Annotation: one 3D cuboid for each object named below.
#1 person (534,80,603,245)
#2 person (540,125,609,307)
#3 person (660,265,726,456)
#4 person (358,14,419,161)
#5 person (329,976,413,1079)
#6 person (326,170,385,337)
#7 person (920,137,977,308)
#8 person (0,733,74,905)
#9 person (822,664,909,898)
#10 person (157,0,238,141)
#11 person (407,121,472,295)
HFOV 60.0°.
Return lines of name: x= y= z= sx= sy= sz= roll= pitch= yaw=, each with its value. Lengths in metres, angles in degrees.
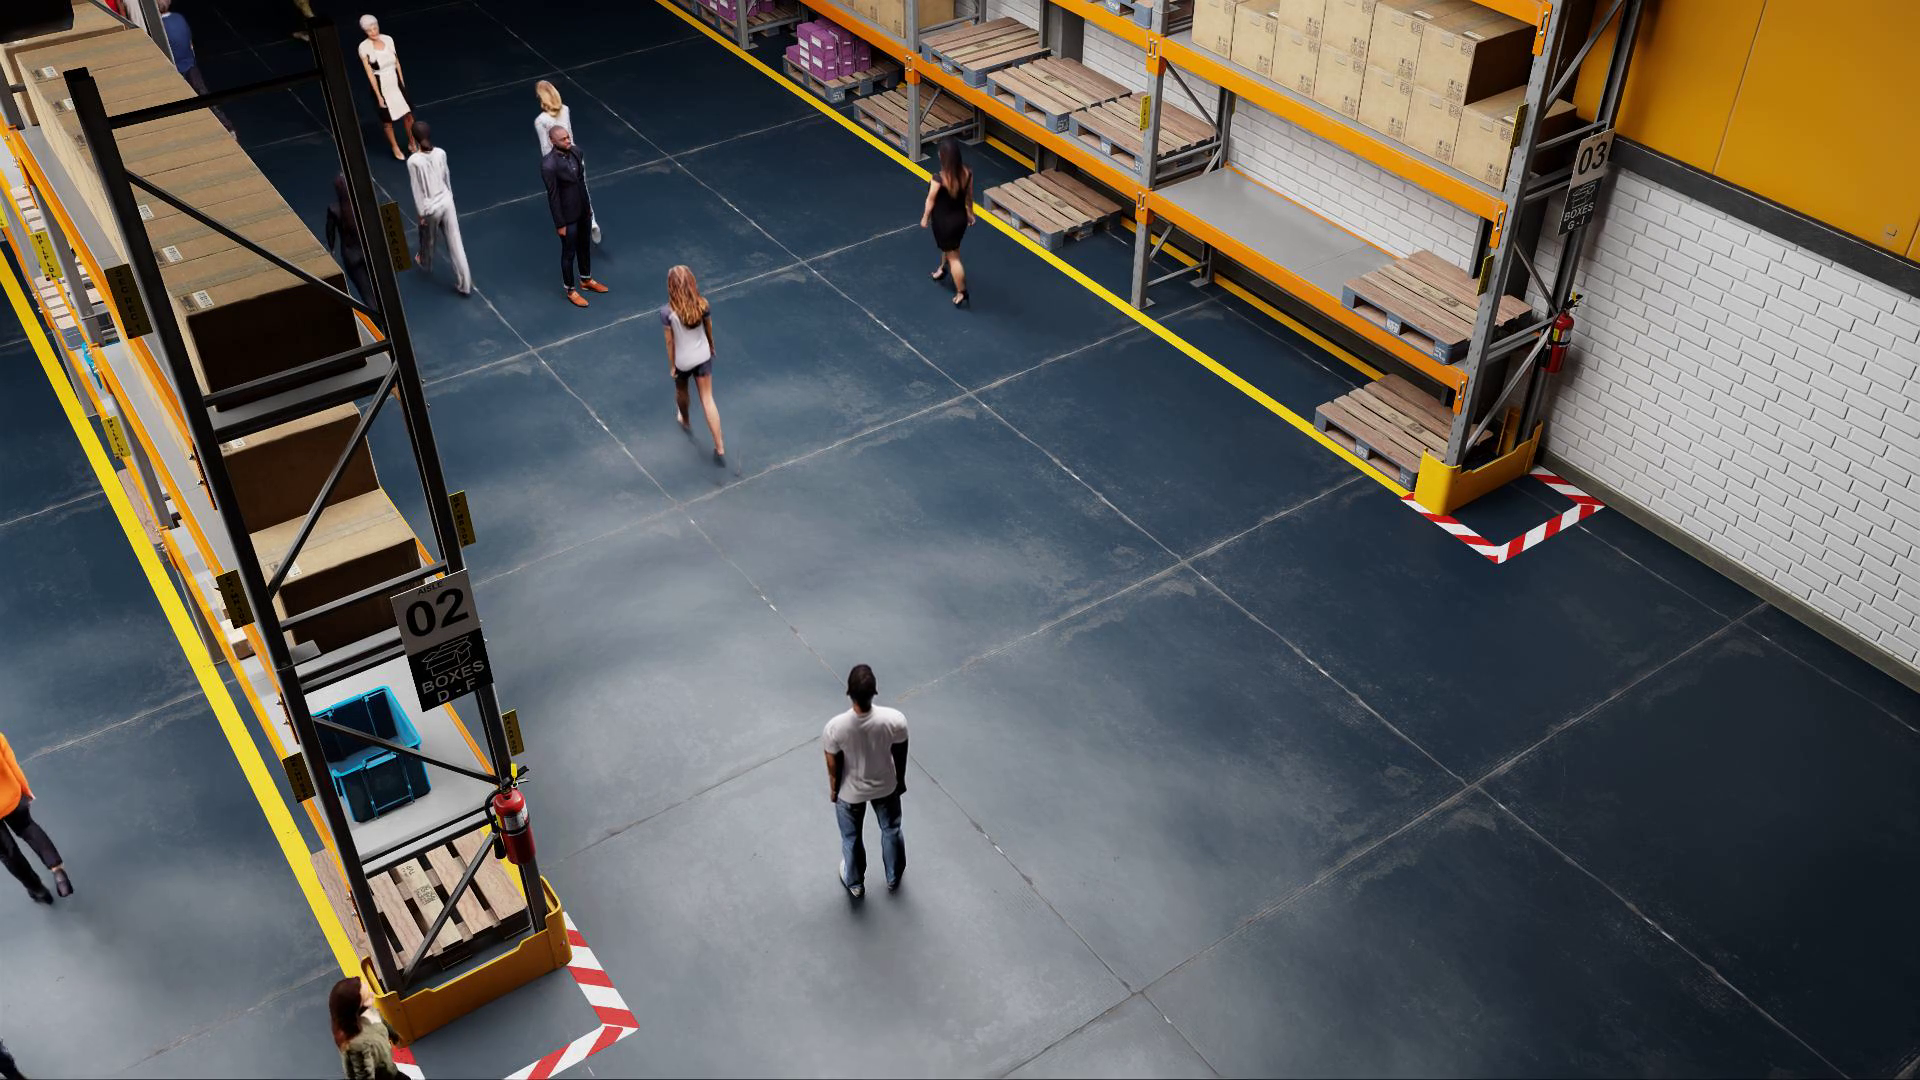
person: x=-4.020 y=-3.824 z=17.024 sx=1.065 sy=1.769 sz=0.736 roll=32 pitch=48 yaw=33
person: x=-3.781 y=-3.182 z=16.180 sx=0.773 sy=1.818 sz=0.788 roll=18 pitch=42 yaw=21
person: x=-2.244 y=-1.480 z=14.151 sx=0.732 sy=1.690 sz=1.135 roll=-16 pitch=41 yaw=-19
person: x=-6.463 y=-5.043 z=18.586 sx=0.790 sy=1.724 sz=0.693 roll=31 pitch=48 yaw=33
person: x=-3.206 y=2.853 z=8.910 sx=0.703 sy=1.459 sz=0.713 roll=-18 pitch=42 yaw=-21
person: x=-5.579 y=-2.590 z=15.561 sx=0.659 sy=1.664 sz=1.035 roll=-22 pitch=44 yaw=-25
person: x=-0.032 y=-3.022 z=16.085 sx=0.935 sy=1.687 sz=0.732 roll=32 pitch=48 yaw=33
person: x=-5.859 y=1.681 z=10.155 sx=0.811 sy=1.737 sz=0.729 roll=28 pitch=46 yaw=30
person: x=-0.578 y=1.497 z=10.284 sx=0.744 sy=1.864 sz=0.690 roll=-9 pitch=39 yaw=-11
person: x=-8.717 y=-5.268 z=18.771 sx=1.171 sy=1.845 sz=0.897 roll=25 pitch=45 yaw=27
person: x=-5.065 y=-3.204 z=16.277 sx=0.677 sy=1.731 sz=1.102 roll=-30 pitch=47 yaw=-32
